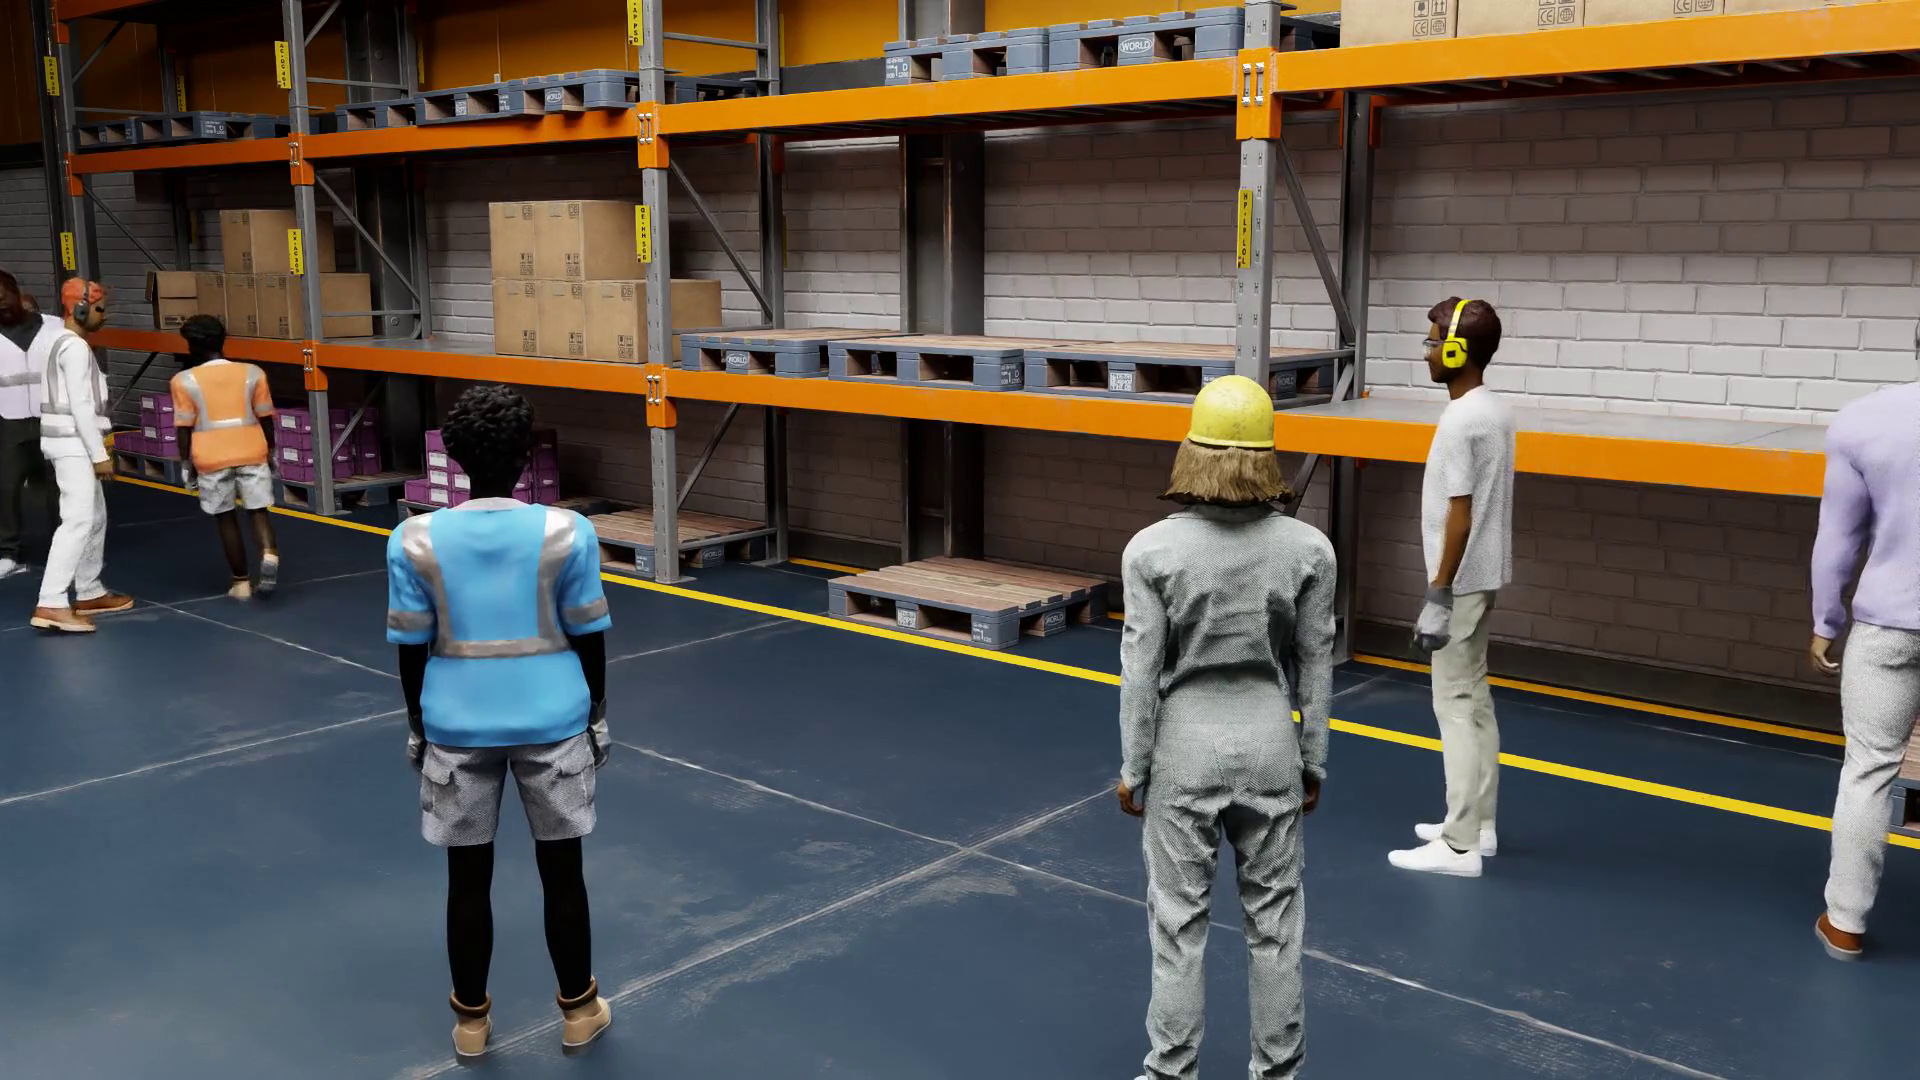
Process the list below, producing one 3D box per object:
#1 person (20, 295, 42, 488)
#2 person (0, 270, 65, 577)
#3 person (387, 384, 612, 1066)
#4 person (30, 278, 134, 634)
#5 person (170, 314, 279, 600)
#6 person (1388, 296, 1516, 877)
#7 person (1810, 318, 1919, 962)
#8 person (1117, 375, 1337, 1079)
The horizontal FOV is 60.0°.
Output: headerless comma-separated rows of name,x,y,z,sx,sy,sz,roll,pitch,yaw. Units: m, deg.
person,-7.896,-1.266,14.150,0.266,1.631,0.507,9,13,40
person,-5.759,-0.711,10.312,0.687,1.880,0.374,-8,13,-38
person,-1.120,0.466,4.117,0.530,1.693,0.321,-1,10,-8
person,-4.749,-0.456,8.905,0.501,1.867,0.764,-6,12,-32
person,-4.102,-0.435,9.370,0.552,1.666,0.615,-7,12,-35
person,1.614,0.156,5.386,0.312,1.869,0.530,7,12,33
person,2.703,0.259,4.620,0.629,1.934,0.358,5,11,28
person,0.595,0.499,3.786,0.493,1.743,0.295,-1,10,-5
